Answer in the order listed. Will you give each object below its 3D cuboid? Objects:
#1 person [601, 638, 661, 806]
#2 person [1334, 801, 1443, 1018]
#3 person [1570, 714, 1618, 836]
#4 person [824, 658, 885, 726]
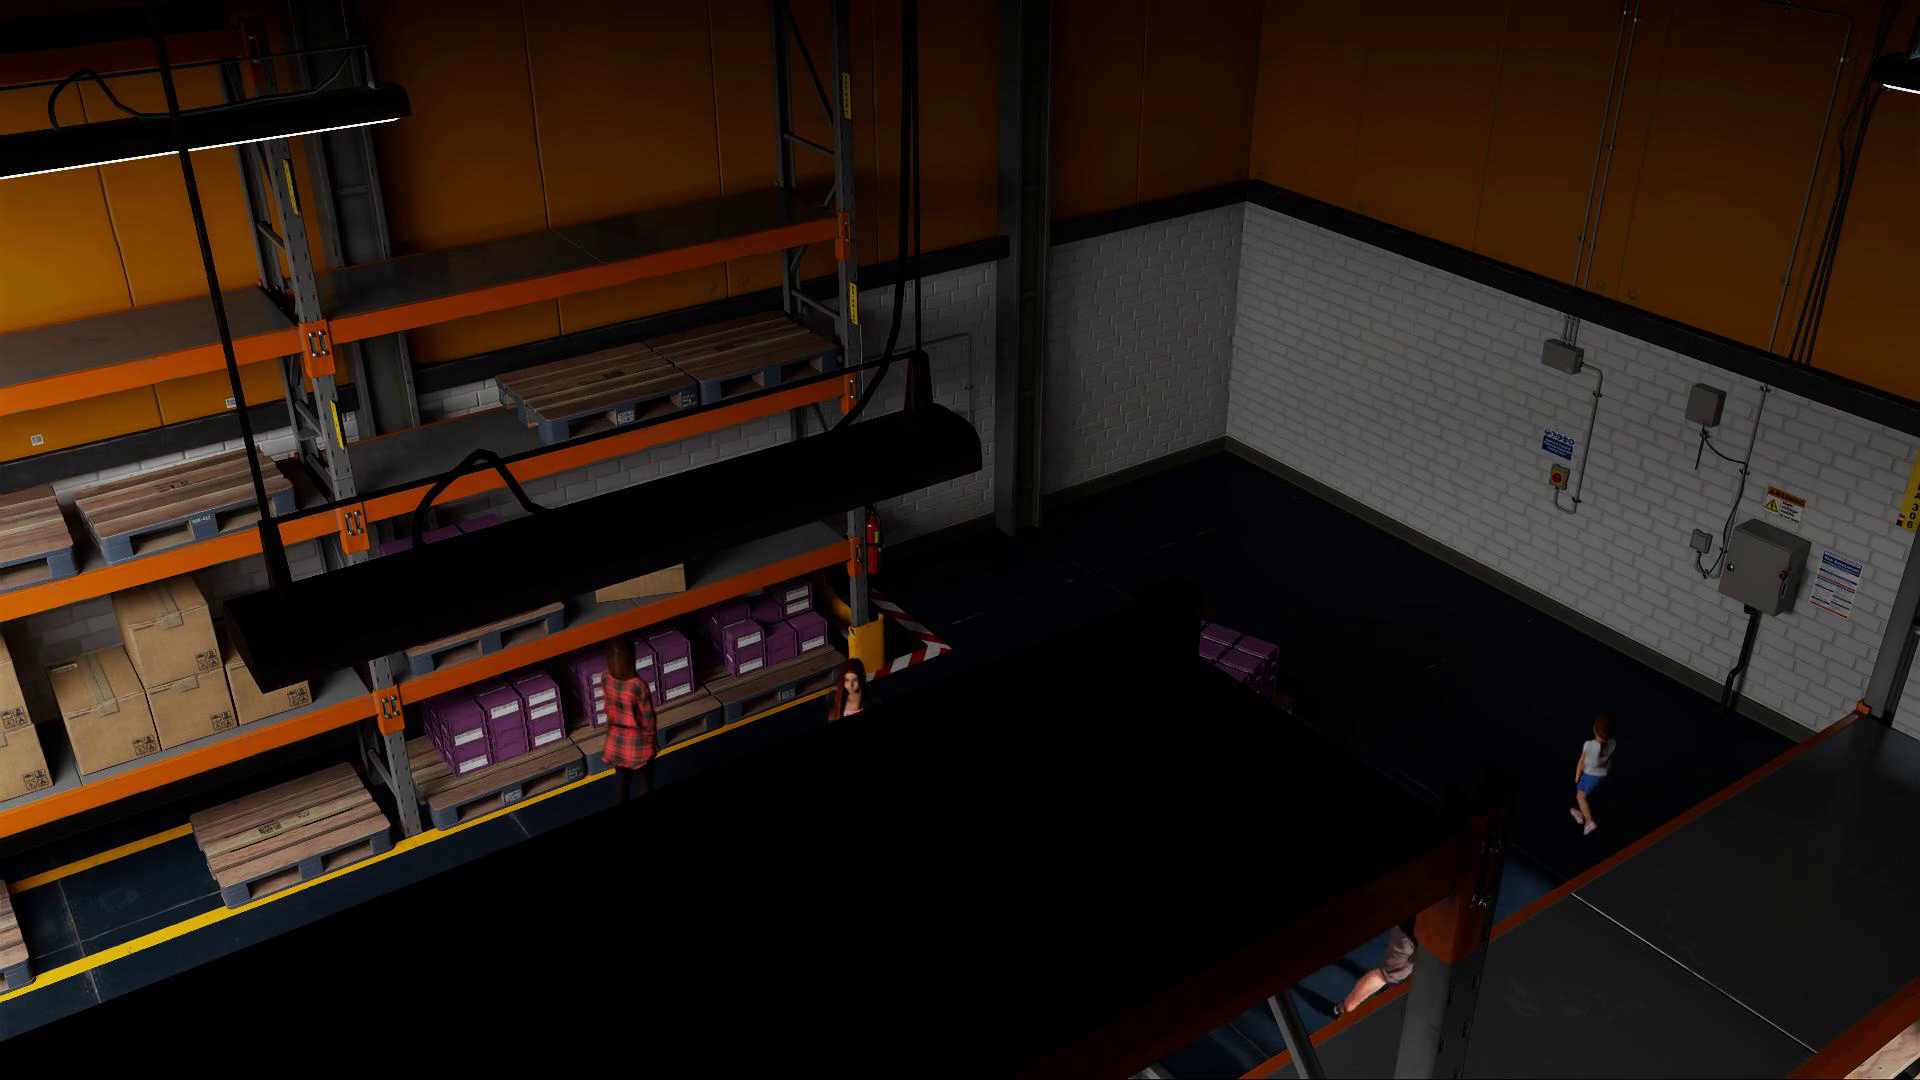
[{"bbox_3d":[-2.412,1.460,12.179,0.690,1.702,0.689,15,32,26],"label":"person"},{"bbox_3d":[2.778,2.385,10.365,1.236,1.815,1.247,8,30,15],"label":"person"},{"bbox_3d":[4.724,1.749,12.371,0.627,1.011,0.628,-4,29,-7],"label":"person"},{"bbox_3d":[-0.734,1.536,12.041,0.795,1.701,0.856,6,29,10],"label":"person"}]
